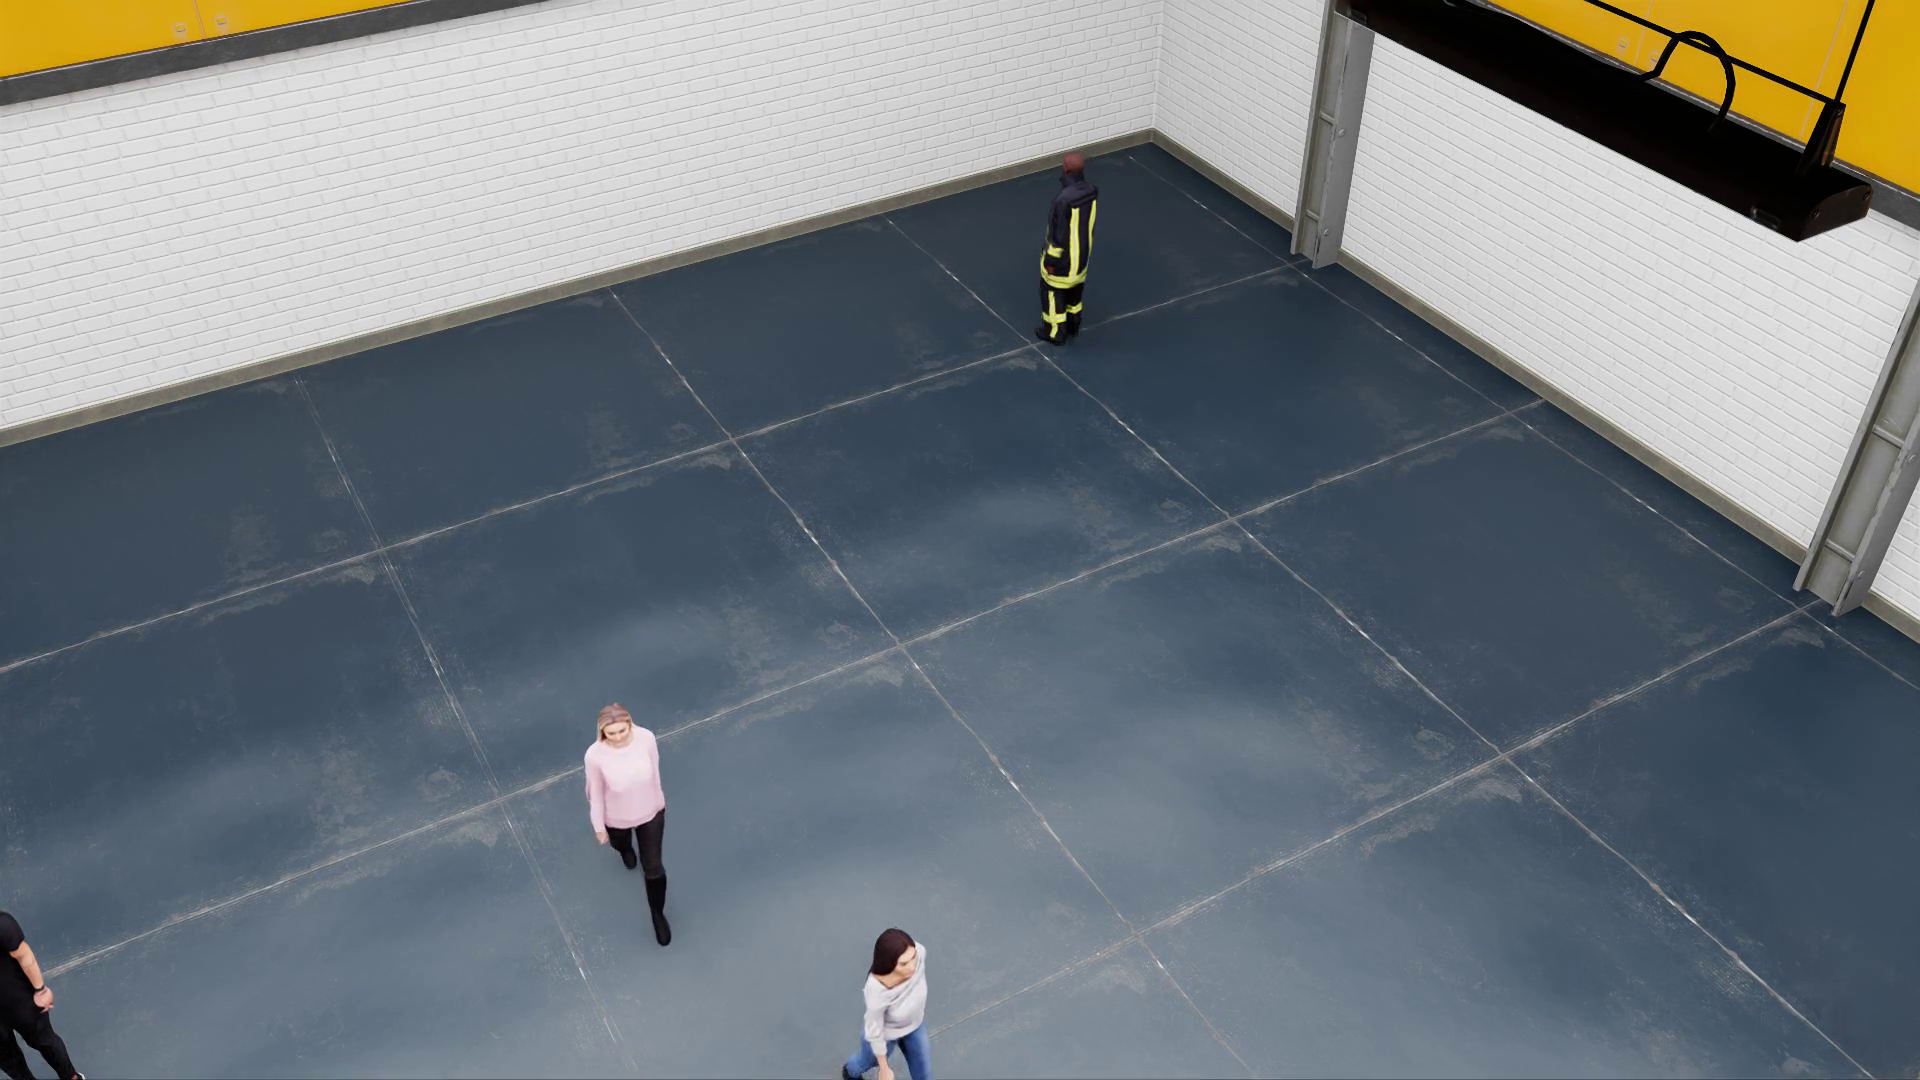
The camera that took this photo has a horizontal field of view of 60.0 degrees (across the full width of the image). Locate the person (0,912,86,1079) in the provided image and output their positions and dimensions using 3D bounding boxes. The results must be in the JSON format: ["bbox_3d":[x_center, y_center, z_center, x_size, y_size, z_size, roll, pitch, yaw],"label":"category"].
[{"bbox_3d":[-4.978,2.355,8.588,0.750,1.871,0.690,-8,39,-10],"label":"person"}]

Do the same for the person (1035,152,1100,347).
[{"bbox_3d":[1.006,-2.596,14.829,0.841,1.821,0.856,29,47,32],"label":"person"}]

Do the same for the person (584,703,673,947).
[{"bbox_3d":[-1.960,1.539,9.785,0.687,1.653,1.148,-15,41,-18],"label":"person"}]

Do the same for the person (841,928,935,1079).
[{"bbox_3d":[-0.413,2.511,8.622,1.138,1.585,0.841,30,47,32],"label":"person"}]
